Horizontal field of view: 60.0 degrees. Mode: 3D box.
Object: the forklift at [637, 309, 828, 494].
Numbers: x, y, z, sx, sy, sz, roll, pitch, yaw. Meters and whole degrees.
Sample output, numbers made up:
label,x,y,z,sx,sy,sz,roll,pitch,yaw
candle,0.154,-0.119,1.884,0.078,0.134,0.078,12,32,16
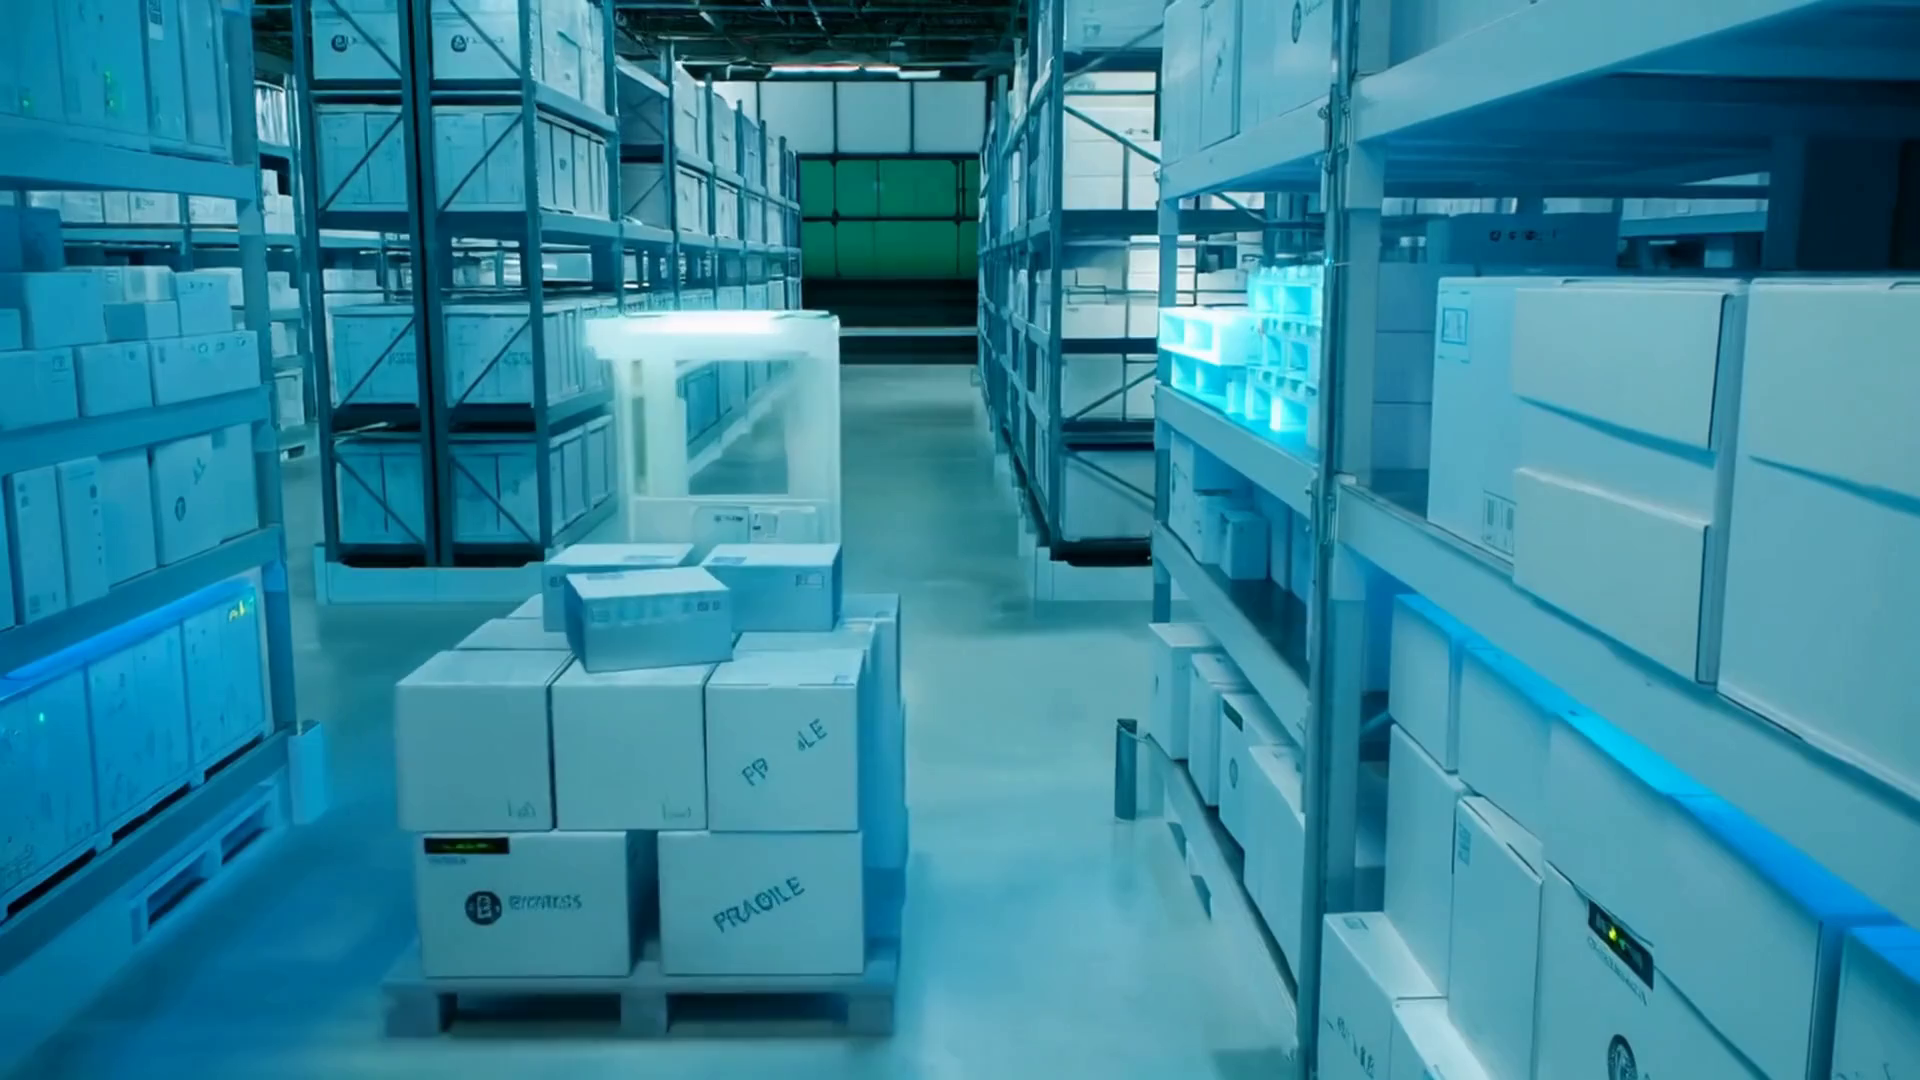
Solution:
label,x,y,z,sx,sy,sz,roll,pitch,yaw
forklift,-1.134,0.209,8.574,1.129,2.768,1.873,0,9,-1
